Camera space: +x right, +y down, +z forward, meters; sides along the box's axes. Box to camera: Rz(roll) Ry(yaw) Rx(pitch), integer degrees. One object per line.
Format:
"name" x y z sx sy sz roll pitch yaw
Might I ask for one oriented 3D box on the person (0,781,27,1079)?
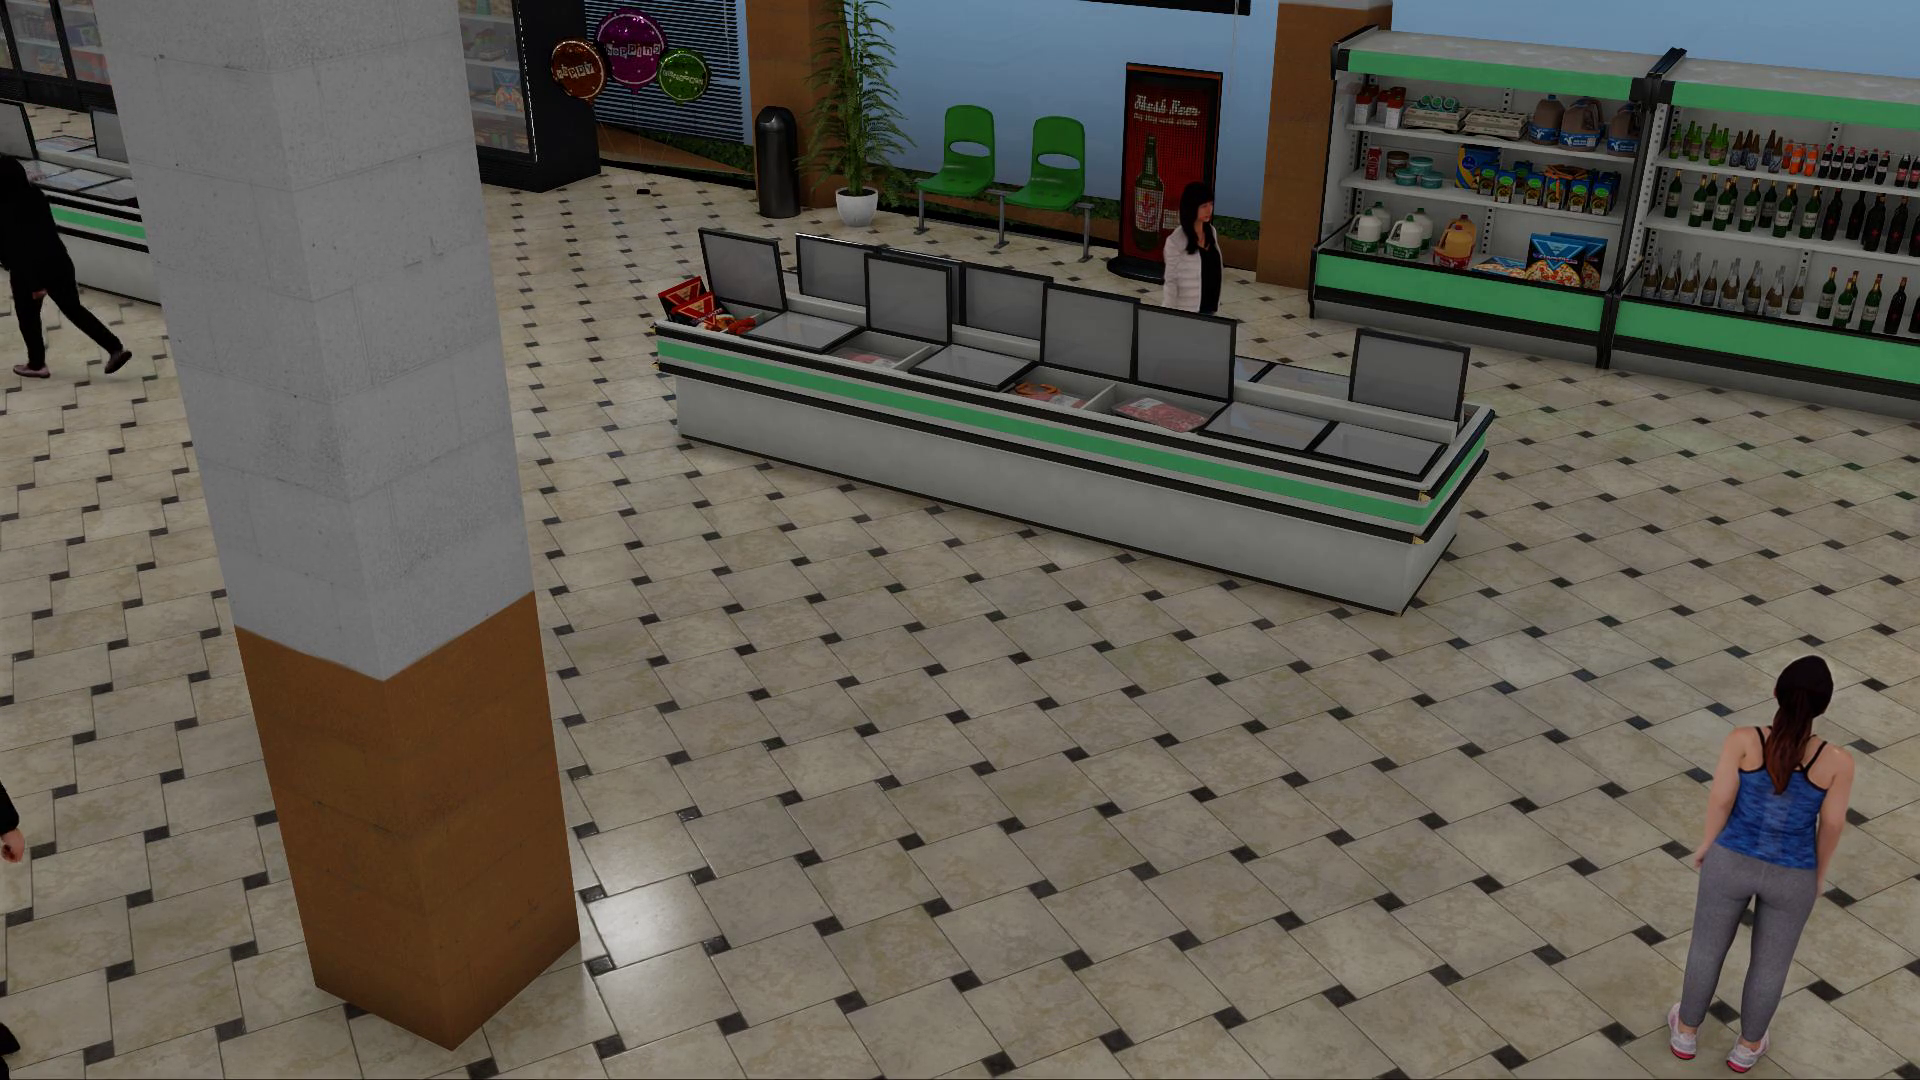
"person" -3.546 1.008 5.528 0.972 1.850 0.885 22 34 36

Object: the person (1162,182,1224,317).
"person" 1.480 -1.509 10.728 0.671 1.637 0.642 -23 35 -38

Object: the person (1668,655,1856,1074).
"person" 2.697 1.103 5.607 0.480 1.610 0.625 13 30 24

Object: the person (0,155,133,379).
"person" -6.237 -1.838 11.440 1.172 1.579 0.869 4 27 9
